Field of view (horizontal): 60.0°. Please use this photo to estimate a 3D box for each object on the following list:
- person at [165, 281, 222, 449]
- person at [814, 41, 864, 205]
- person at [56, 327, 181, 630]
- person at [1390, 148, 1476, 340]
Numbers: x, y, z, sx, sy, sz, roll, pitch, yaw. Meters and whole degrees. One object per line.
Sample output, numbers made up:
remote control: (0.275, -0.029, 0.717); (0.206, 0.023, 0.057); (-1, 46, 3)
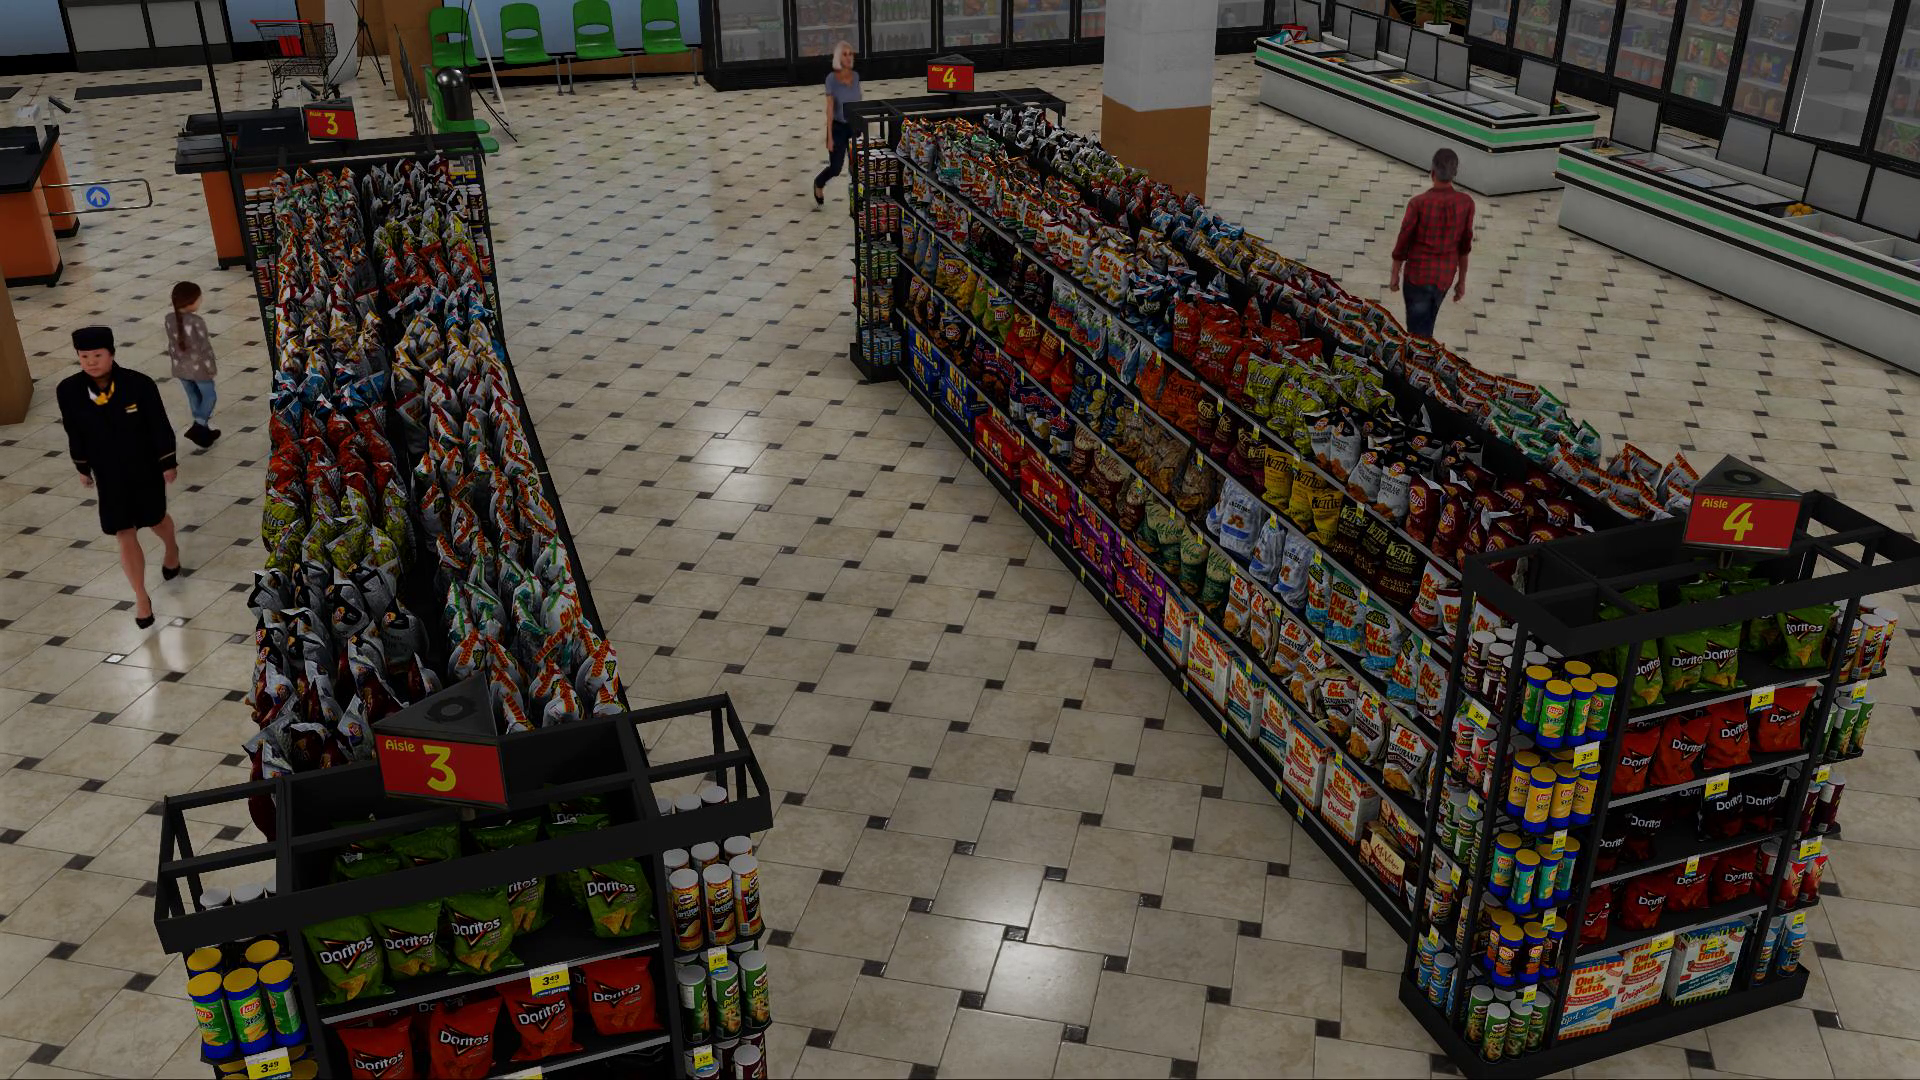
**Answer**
person: (-5.207, -1.149, 11.224); (0.650, 1.172, 0.734); (5, 27, 10)
person: (-1.175, -4.000, 16.258); (0.809, 1.704, 1.066); (-22, 34, -36)
person: (-4.587, -0.400, 9.230); (0.761, 1.640, 1.058); (-7, 28, -13)
person: (3.379, -1.832, 11.890); (0.910, 1.788, 1.300); (-3, 27, -6)
